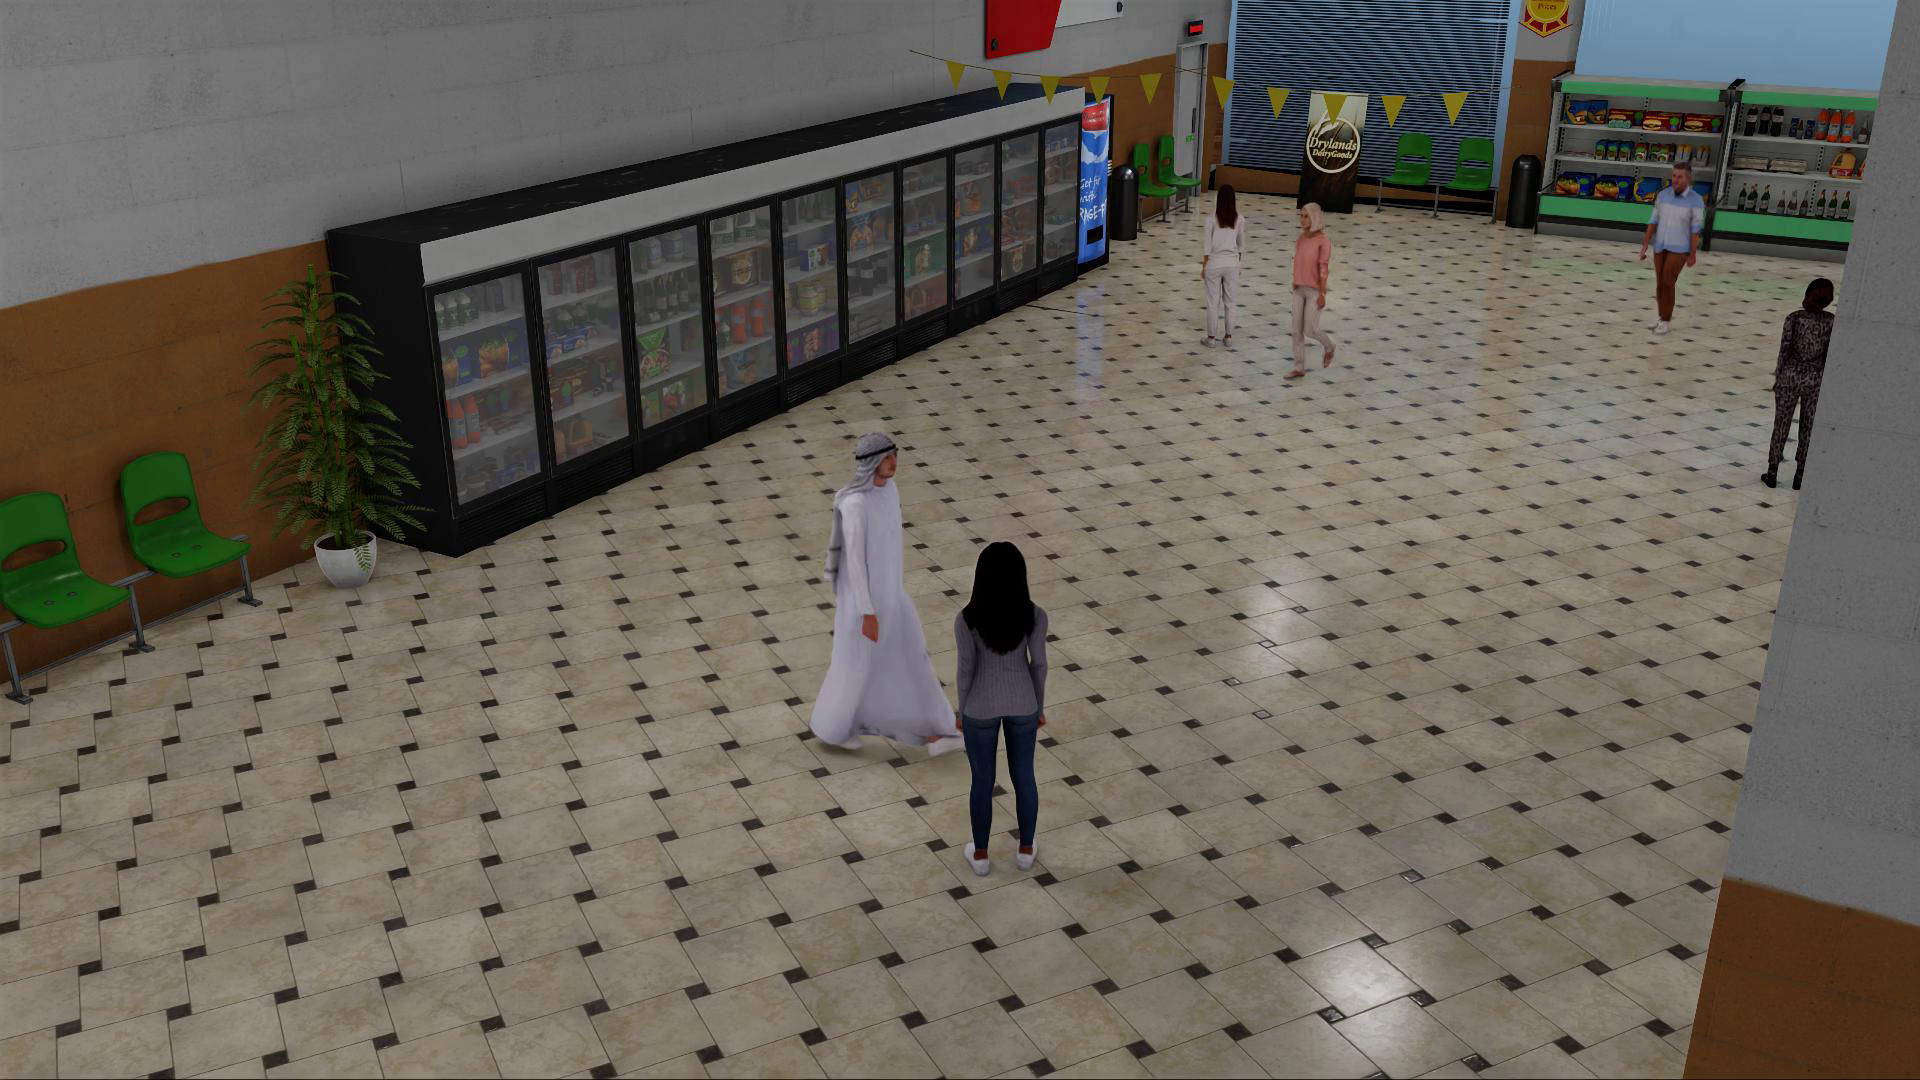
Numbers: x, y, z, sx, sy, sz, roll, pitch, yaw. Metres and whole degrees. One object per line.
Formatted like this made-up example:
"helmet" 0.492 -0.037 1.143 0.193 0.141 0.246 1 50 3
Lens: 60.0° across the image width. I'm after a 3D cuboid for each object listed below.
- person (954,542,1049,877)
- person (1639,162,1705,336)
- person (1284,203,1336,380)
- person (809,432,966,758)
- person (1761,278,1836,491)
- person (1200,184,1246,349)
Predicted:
"person" 0.199 0.823 8.041 0.659 1.736 0.746 -3 22 -7
"person" 7.657 -3.132 17.790 0.913 1.805 0.837 -13 25 -30
"person" 3.446 -2.406 16.109 0.853 1.710 0.857 -15 26 -32
"person" -0.563 0.324 9.088 1.212 1.880 0.741 11 24 26
"person" 6.686 -1.242 13.209 0.554 1.714 0.674 8 23 18
"person" 2.717 -2.837 17.212 0.673 1.688 0.745 -4 22 -11
